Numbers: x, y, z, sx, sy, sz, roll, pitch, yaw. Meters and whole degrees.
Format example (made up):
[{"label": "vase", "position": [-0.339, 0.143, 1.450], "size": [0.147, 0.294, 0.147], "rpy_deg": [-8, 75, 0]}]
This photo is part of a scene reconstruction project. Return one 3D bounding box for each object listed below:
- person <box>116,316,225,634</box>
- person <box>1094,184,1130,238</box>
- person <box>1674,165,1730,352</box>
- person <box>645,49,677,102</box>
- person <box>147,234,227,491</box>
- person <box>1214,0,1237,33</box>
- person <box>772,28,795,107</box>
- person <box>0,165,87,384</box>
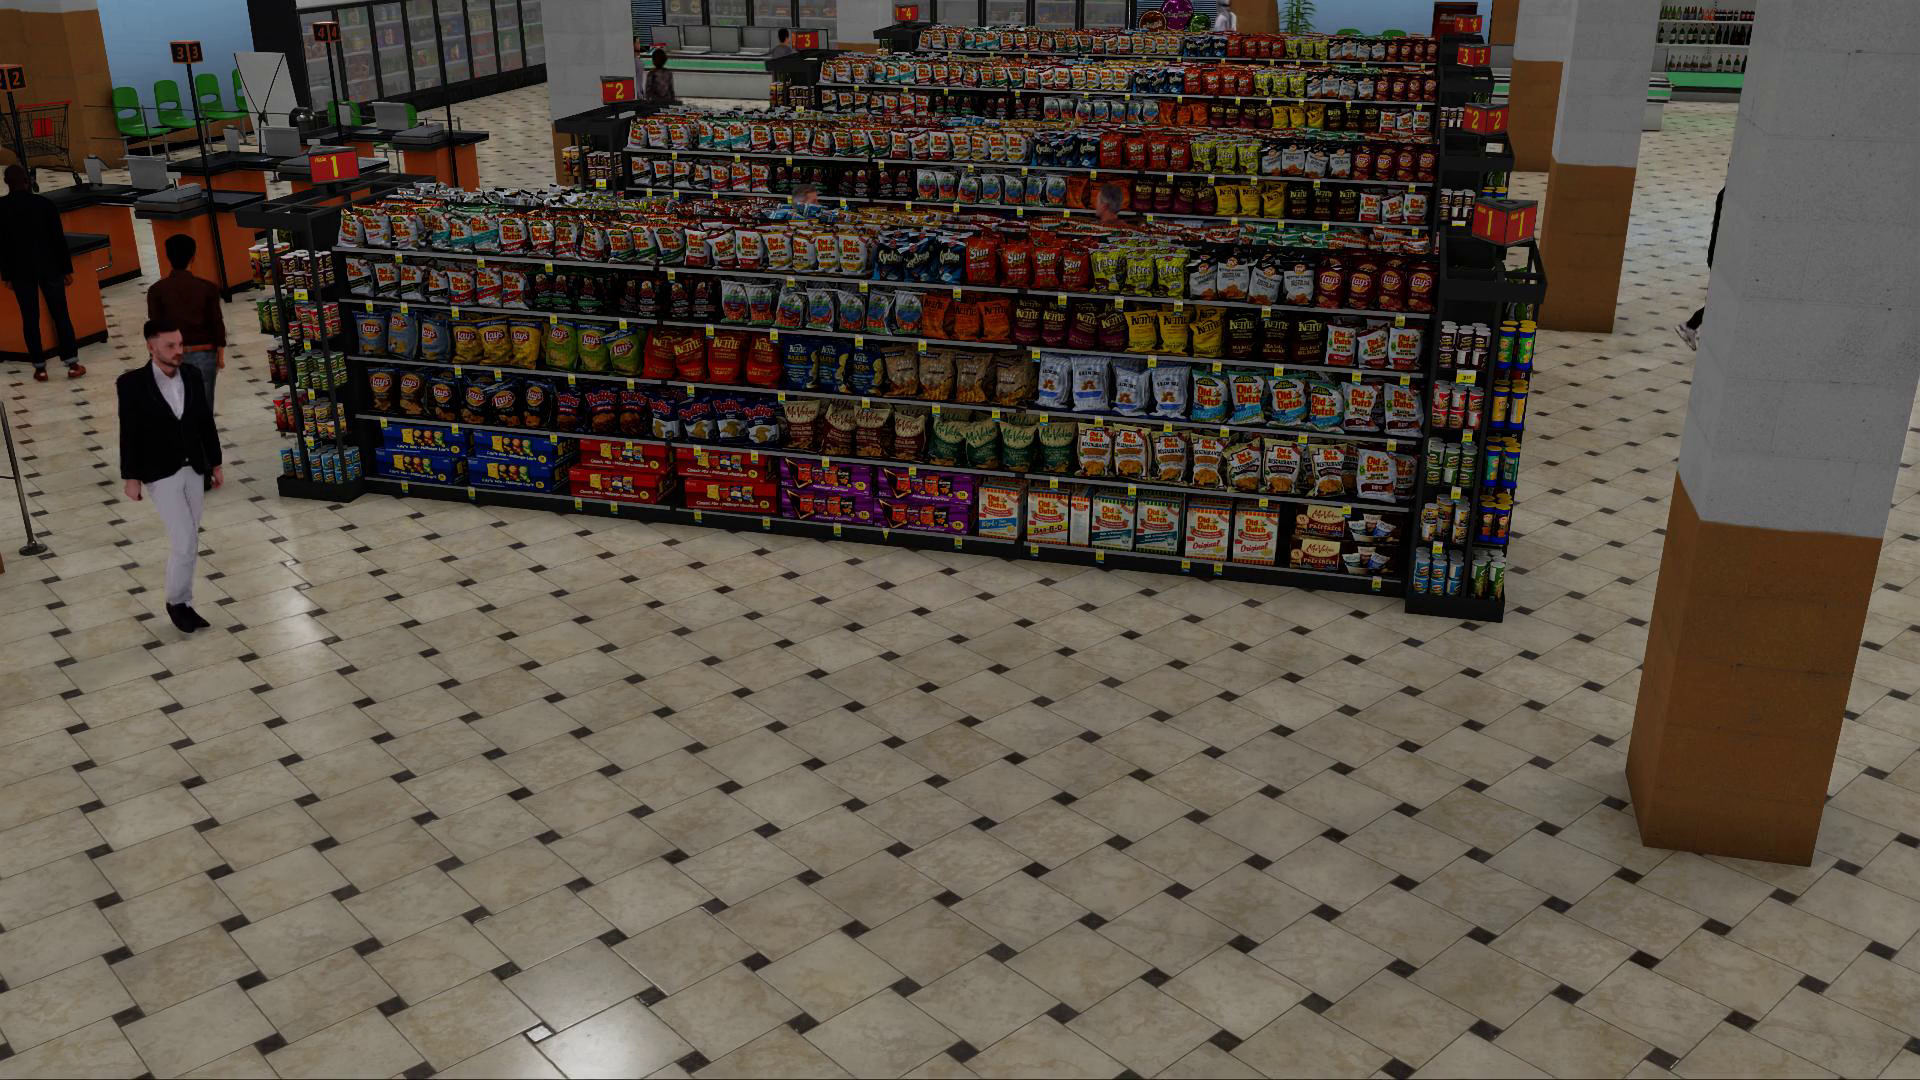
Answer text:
[{"label": "person", "position": [-4.468, -0.372, 9.360], "size": [0.737, 1.815, 0.761], "rpy_deg": [15, 26, 33]}, {"label": "person", "position": [1.168, -1.888, 13.113], "size": [0.598, 1.831, 0.717], "rpy_deg": [9, 24, 22]}, {"label": "person", "position": [6.612, -2.463, 14.568], "size": [0.785, 1.812, 0.716], "rpy_deg": [8, 23, 20]}, {"label": "person", "position": [-4.232, -6.132, 23.894], "size": [0.939, 1.666, 1.148], "rpy_deg": [-19, 29, -40]}, {"label": "person", "position": [-5.291, -1.189, 11.476], "size": [0.805, 1.754, 0.874], "rpy_deg": [-11, 24, -26]}, {"label": "person", "position": [4.911, -8.999, 30.700], "size": [0.925, 1.911, 1.023], "rpy_deg": [-19, 29, -39]}, {"label": "person", "position": [-2.866, -7.262, 26.635], "size": [1.060, 1.719, 1.118], "rpy_deg": [-18, 28, -38]}, {"label": "person", "position": [-7.792, -2.244, 14.015], "size": [0.762, 1.817, 0.847], "rpy_deg": [-10, 24, -23]}]
